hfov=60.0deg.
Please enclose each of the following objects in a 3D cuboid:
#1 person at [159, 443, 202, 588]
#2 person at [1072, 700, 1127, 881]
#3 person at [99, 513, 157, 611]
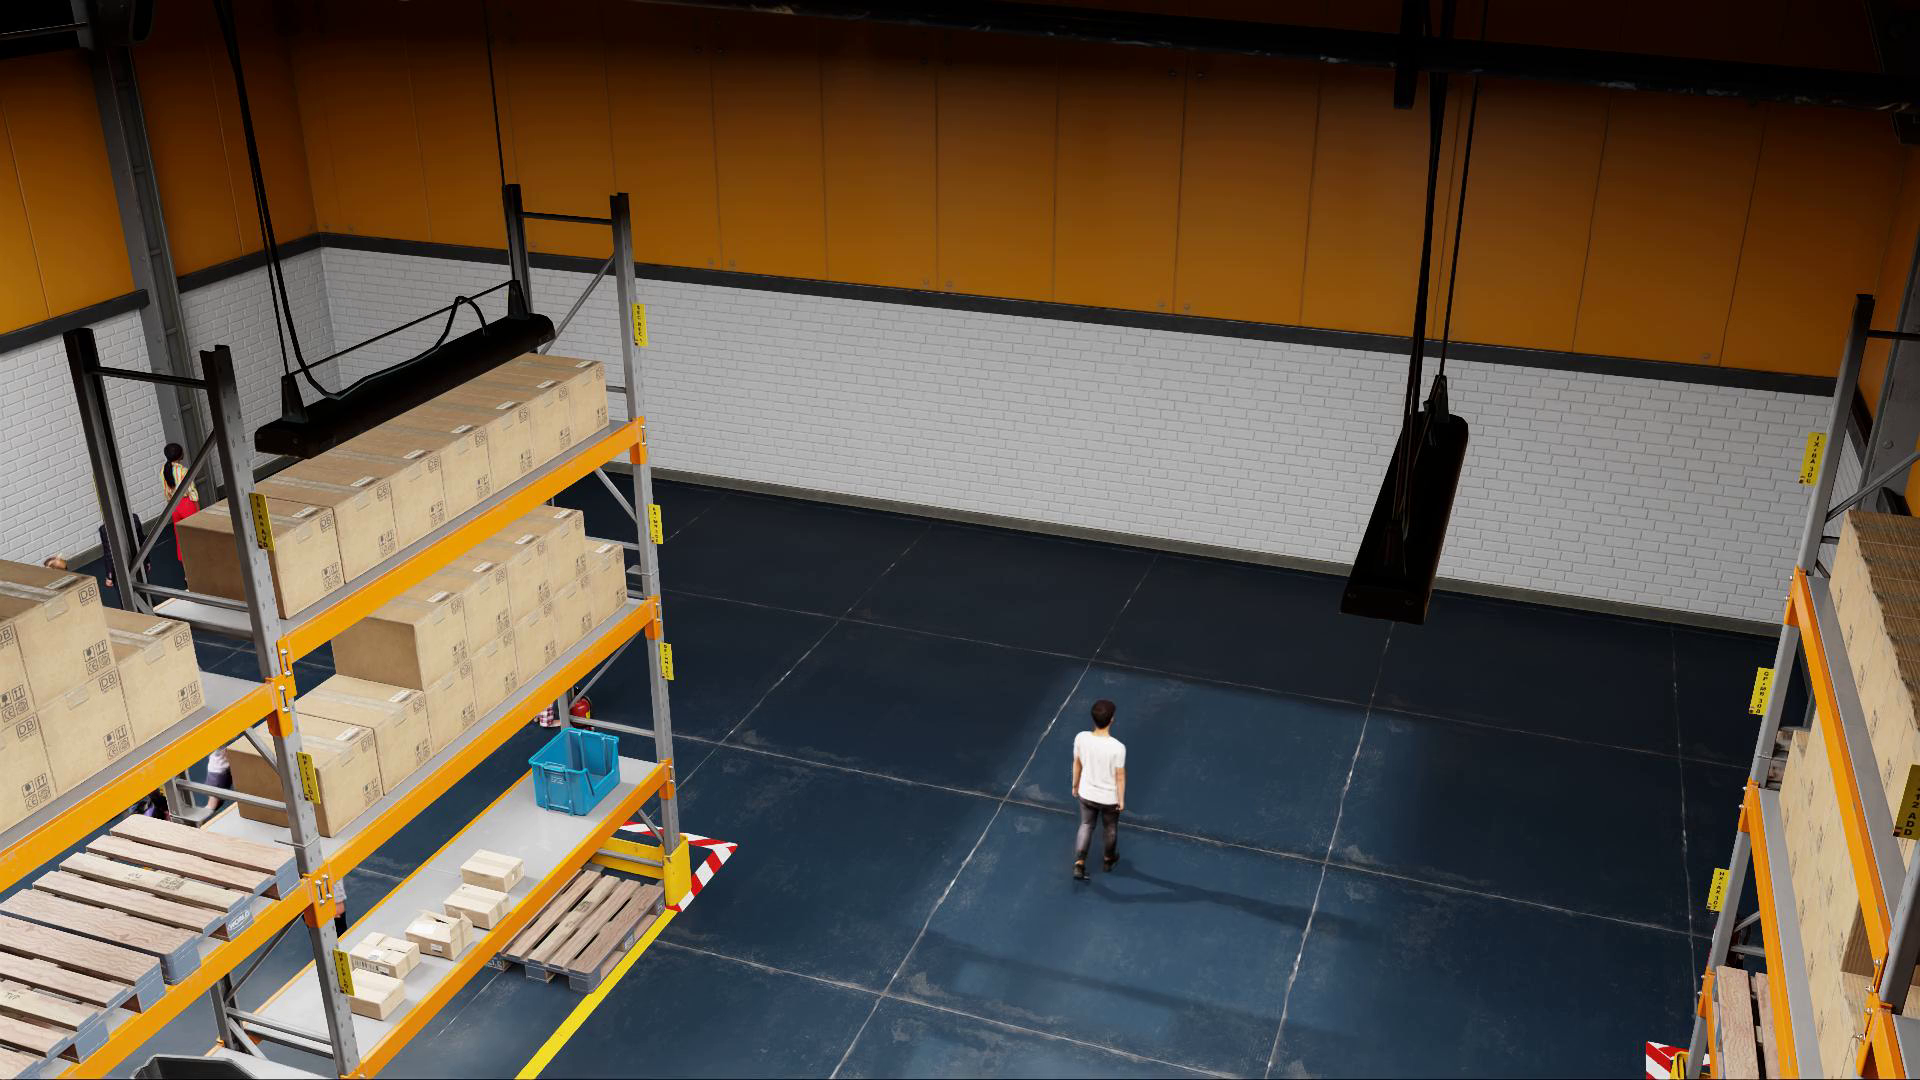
[{"bbox_3d":[-9.176,-0.302,19.700,0.619,1.792,0.562,5,24,12],"label":"person"},{"bbox_3d":[1.156,2.160,14.173,0.717,1.706,0.952,12,26,25],"label":"person"},{"bbox_3d":[-9.180,0.289,18.320,0.784,1.814,0.580,12,27,26],"label":"person"}]
